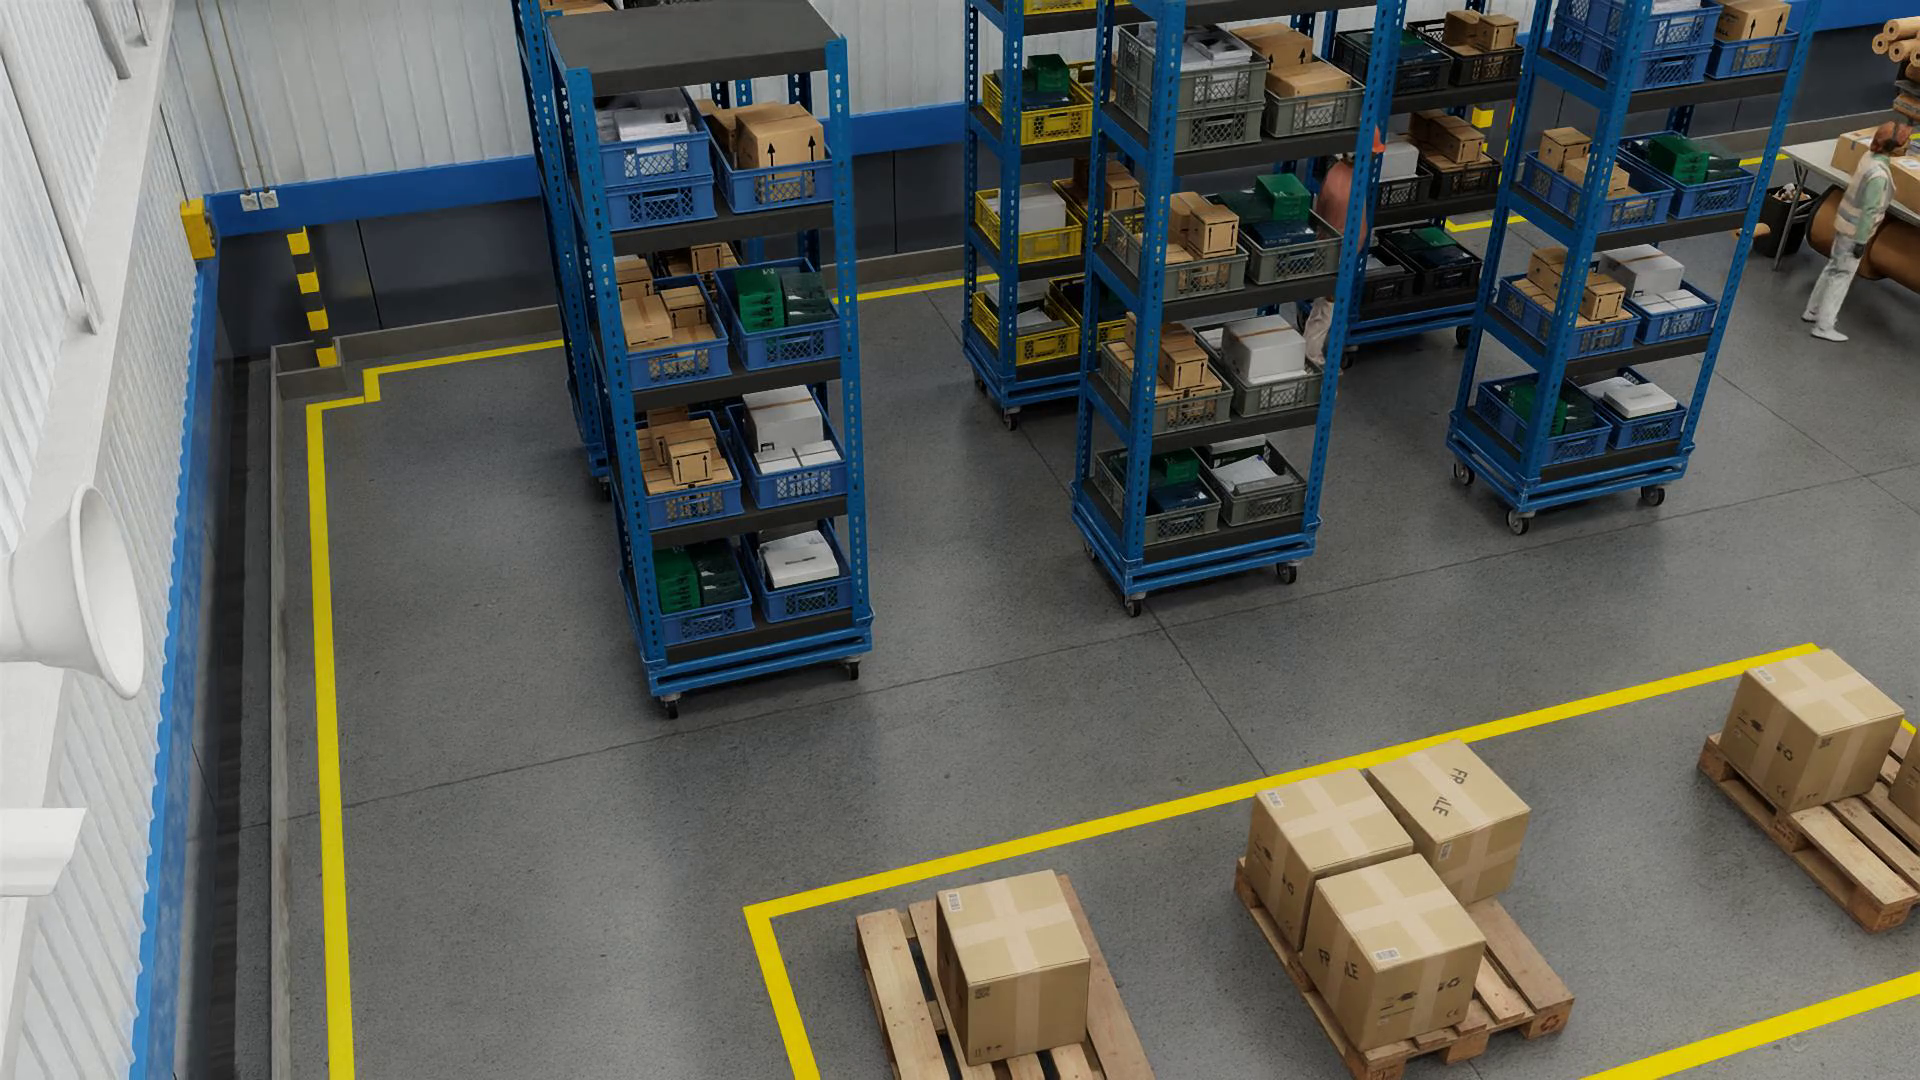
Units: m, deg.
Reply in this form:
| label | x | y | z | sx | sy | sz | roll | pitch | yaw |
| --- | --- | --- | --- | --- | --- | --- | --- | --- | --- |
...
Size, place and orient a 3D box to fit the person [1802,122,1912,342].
| label | x | y | z | sx | sy | sz | roll | pitch | yaw |
| --- | --- | --- | --- | --- | --- | --- | --- | --- | --- |
| person | 6.486 | -2.242 | 12.039 | 0.313 | 1.632 | 0.523 | 10 | 36 | 13 |

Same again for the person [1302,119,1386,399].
| label | x | y | z | sx | sy | sz | roll | pitch | yaw |
| --- | --- | --- | --- | --- | --- | --- | --- | --- | --- |
| person | 2.555 | -1.884 | 11.227 | 0.401 | 1.986 | 0.612 | 11 | 37 | 15 |
